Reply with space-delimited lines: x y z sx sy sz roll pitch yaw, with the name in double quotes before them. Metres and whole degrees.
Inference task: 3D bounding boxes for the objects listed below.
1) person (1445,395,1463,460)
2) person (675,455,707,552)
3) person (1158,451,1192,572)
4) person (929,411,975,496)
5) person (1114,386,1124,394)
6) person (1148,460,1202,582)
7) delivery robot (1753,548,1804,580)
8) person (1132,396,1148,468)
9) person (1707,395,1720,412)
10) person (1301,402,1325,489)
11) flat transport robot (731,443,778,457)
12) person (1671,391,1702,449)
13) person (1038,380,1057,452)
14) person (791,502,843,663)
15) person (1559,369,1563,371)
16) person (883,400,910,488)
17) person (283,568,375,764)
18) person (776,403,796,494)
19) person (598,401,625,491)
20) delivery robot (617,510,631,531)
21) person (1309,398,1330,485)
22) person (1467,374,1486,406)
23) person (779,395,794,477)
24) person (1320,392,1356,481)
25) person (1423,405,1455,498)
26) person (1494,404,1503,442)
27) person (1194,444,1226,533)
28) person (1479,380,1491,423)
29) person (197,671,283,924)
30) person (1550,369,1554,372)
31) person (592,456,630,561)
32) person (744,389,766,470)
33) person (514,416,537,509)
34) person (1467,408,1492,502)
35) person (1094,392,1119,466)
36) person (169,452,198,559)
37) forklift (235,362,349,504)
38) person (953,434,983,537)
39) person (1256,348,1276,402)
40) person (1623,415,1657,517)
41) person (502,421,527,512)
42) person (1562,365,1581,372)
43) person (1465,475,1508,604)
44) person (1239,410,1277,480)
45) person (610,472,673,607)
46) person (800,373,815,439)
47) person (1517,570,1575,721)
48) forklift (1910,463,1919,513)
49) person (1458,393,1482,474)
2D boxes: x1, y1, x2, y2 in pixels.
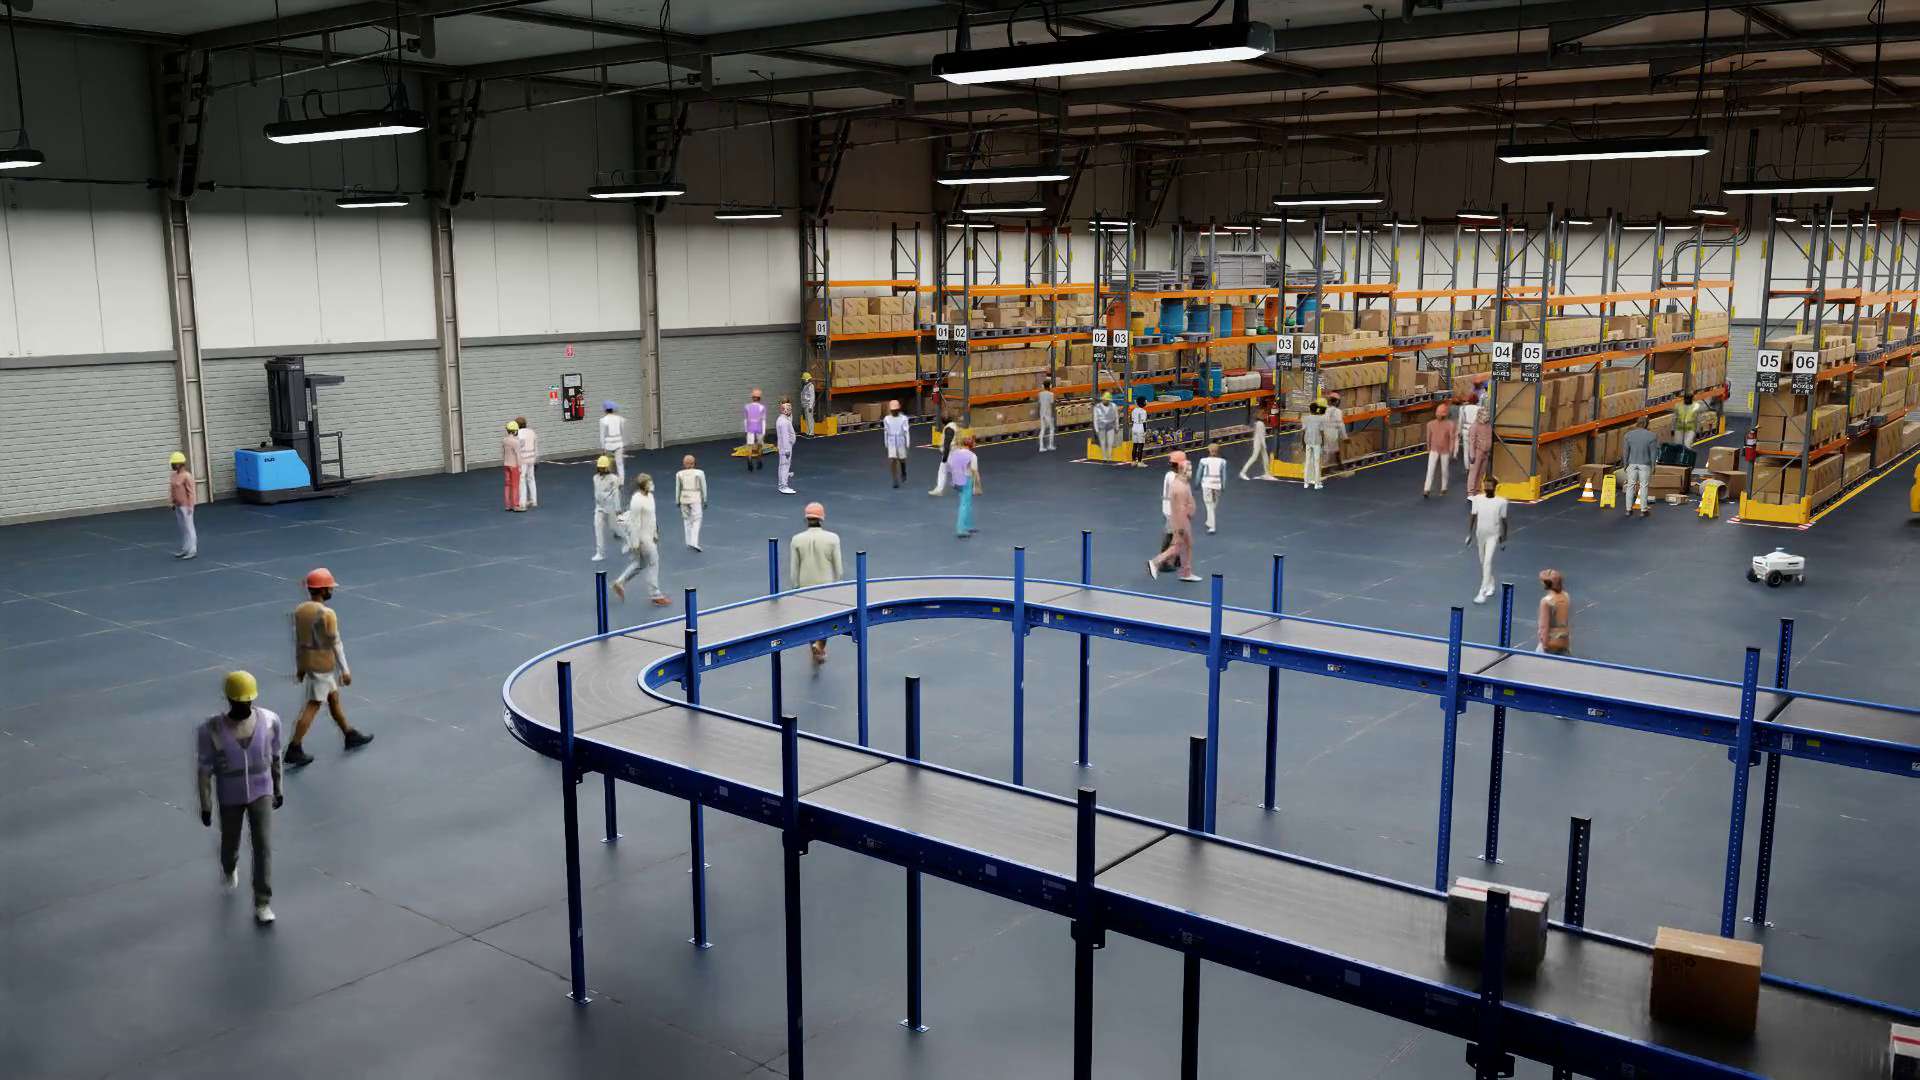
"person" 12.250 -2.782 38.670 0.519 1.603 0.774 4 11 19
"person" -4.568 -0.618 26.407 0.532 1.608 0.567 1 10 6
"person" 3.444 -0.444 24.588 0.699 1.911 0.550 1 10 5
"person" -0.143 -1.794 32.547 0.939 1.801 0.623 0 10 -3
"person" 5.283 -5.198 51.343 0.991 1.926 0.624 -8 13 -39
"person" 3.286 -0.282 23.774 0.751 1.886 0.652 1 10 7
"delivery robot" 12.409 0.362 23.714 0.707 0.478 0.477 -2 10 -13
"person" 4.276 -2.577 37.182 0.318 1.698 0.539 -5 11 -25
"person" 21.700 -4.084 45.020 0.400 1.926 0.566 7 12 34
"person" 7.605 -2.043 33.696 0.521 1.874 0.327 5 11 27
"flat transport robot" -5.207 -2.292 39.720 0.652 0.197 1.431 3 11 17
"person" 17.193 -2.617 37.038 0.645 1.832 0.506 8 13 37
"person" 2.264 -3.211 40.371 0.554 1.831 0.752 7 12 33
"person" -1.738 0.535 18.881 0.639 1.979 0.606 2 10 12
"person" 16.870 -3.889 44.157 0.596 1.859 0.814 6 12 29
"person" -1.365 -2.116 34.023 0.594 1.905 0.778 0 10 3
"person" -6.270 1.216 15.341 0.566 1.886 1.018 8 13 37
"person" -3.657 -1.938 33.010 0.402 1.906 0.651 -2 10 -13
"person" -7.473 -2.020 33.481 0.619 1.892 0.981 -8 13 -37
"delivery robot" -5.801 -0.365 27.812 0.477 0.478 0.707 6 11 29
"person" 7.866 -2.161 34.235 0.430 1.907 0.614 6 12 29
"person" 13.344 -3.269 40.260 0.624 2.002 1.021 8 13 38
"person" -3.947 -2.372 35.632 0.346 1.842 0.505 -1 10 -7
"person" 8.332 -2.292 34.857 1.078 1.962 0.646 -1 10 -7
"person" 9.932 -1.836 32.375 0.602 1.927 0.995 5 11 27
"person" 12.455 -2.454 35.881 0.589 1.919 0.393 7 12 34
"person" 4.540 -0.947 28.307 0.519 1.592 0.855 -2 10 -12
"person" 13.113 -3.016 38.960 0.403 1.945 0.614 2 10 8
"person" -5.377 1.859 11.712 0.599 1.889 0.876 -7 12 -33
"person" 19.586 -5.286 52.058 0.603 1.830 0.404 -5 11 -26
"person" -5.779 -0.556 25.785 0.484 1.717 0.775 4 11 23
"person" -4.805 -2.576 36.627 0.540 1.905 0.820 1 10 4
"person" -8.646 -1.537 30.967 0.431 1.841 0.629 5 11 26
"person" 10.633 -1.746 31.927 0.642 1.909 0.399 -8 13 -38
"person" 3.515 -2.654 37.414 0.605 1.765 0.887 0 10 1
"person" -12.811 -0.576 25.750 0.529 1.768 0.323 7 12 34
"forklift" -13.803 -2.244 32.110 1.129 2.768 1.873 8 13 37
"person" 0.213 -0.969 27.785 0.743 1.818 0.610 -7 12 -33
"person" 10.725 -5.654 53.979 0.709 1.885 0.874 -4 11 -22
"person" 13.058 -1.428 30.062 0.627 1.934 0.371 8 13 39
"person" -8.724 -1.434 30.568 0.528 1.765 0.327 8 13 39
"person" 19.633 -5.014 50.064 0.535 2.000 0.674 -3 11 -17
"person" 7.641 -0.050 22.605 0.504 1.837 0.915 8 13 39
"person" 6.649 -2.122 34.917 0.831 1.595 0.502 3 11 18
"person" -4.561 -0.020 22.204 0.874 1.914 0.630 1 10 3
"person" -4.206 -3.711 43.218 0.404 1.822 0.600 -3 11 -18
"person" 6.260 1.102 16.743 0.515 1.597 0.841 -7 12 -34
"forklift" 19.034 -1.348 28.998 2.313 2.155 1.214 8 13 37
"person" 11.849 -2.483 36.260 0.587 1.828 0.980 4 11 22
